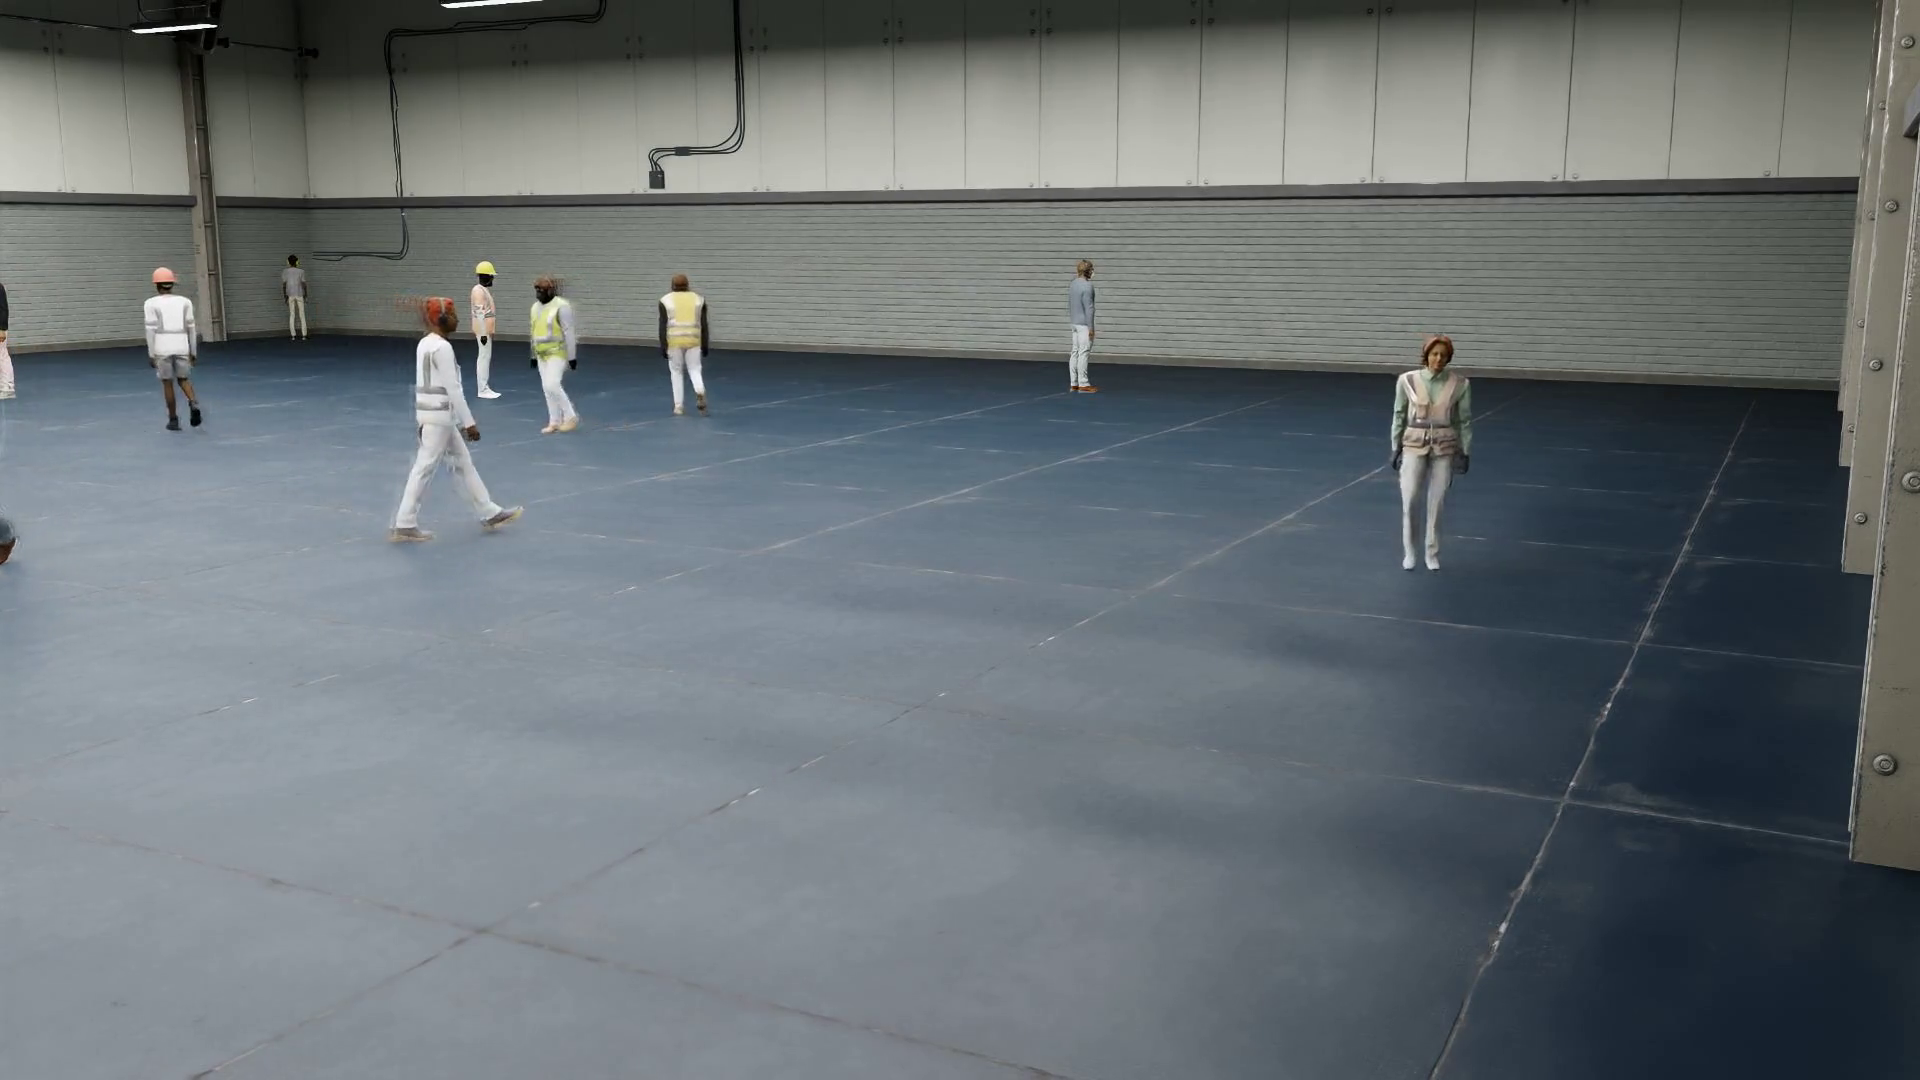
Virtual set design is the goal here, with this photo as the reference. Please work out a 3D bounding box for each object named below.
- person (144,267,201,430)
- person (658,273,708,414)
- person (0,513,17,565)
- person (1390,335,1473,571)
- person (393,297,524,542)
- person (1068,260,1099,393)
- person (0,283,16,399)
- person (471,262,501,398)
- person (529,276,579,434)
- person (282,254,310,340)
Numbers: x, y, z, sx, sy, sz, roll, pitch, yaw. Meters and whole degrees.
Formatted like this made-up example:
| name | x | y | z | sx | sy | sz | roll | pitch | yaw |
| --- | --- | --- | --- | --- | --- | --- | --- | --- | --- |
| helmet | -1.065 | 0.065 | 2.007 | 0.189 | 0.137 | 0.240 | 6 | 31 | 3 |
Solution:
| name | x | y | z | sx | sy | sz | roll | pitch | yaw |
| --- | --- | --- | --- | --- | --- | --- | --- | --- | --- |
| person | -9.256 | -2.236 | 19.558 | 0.548 | 1.926 | 0.545 | 10 | 14 | 43 |
| person | -3.539 | -2.511 | 21.365 | 0.636 | 1.824 | 0.602 | -4 | 11 | -21 |
| person | -6.740 | -0.549 | 11.267 | 0.502 | 1.600 | 0.774 | 0 | 10 | -1 |
| person | 3.217 | -0.578 | 11.343 | 0.534 | 1.618 | 0.525 | 2 | 11 | 12 |
| person | -3.873 | -0.915 | 12.613 | 1.027 | 1.825 | 0.582 | -5 | 12 | -26 |
| person | 1.805 | -3.123 | 24.350 | 0.358 | 1.939 | 0.636 | -4 | 11 | -21 |
| person | -13.629 | -2.984 | 23.439 | 0.625 | 1.992 | 0.389 | 8 | 13 | 38 |
| person | -6.698 | -2.965 | 23.528 | 0.380 | 1.923 | 0.595 | -2 | 11 | -9 |
| person | -4.717 | -2.125 | 19.211 | 0.646 | 1.826 | 0.433 | 9 | 14 | 41 |
| person | -14.676 | -5.362 | 36.750 | 0.511 | 1.872 | 0.329 | -2 | 11 | -12 |
